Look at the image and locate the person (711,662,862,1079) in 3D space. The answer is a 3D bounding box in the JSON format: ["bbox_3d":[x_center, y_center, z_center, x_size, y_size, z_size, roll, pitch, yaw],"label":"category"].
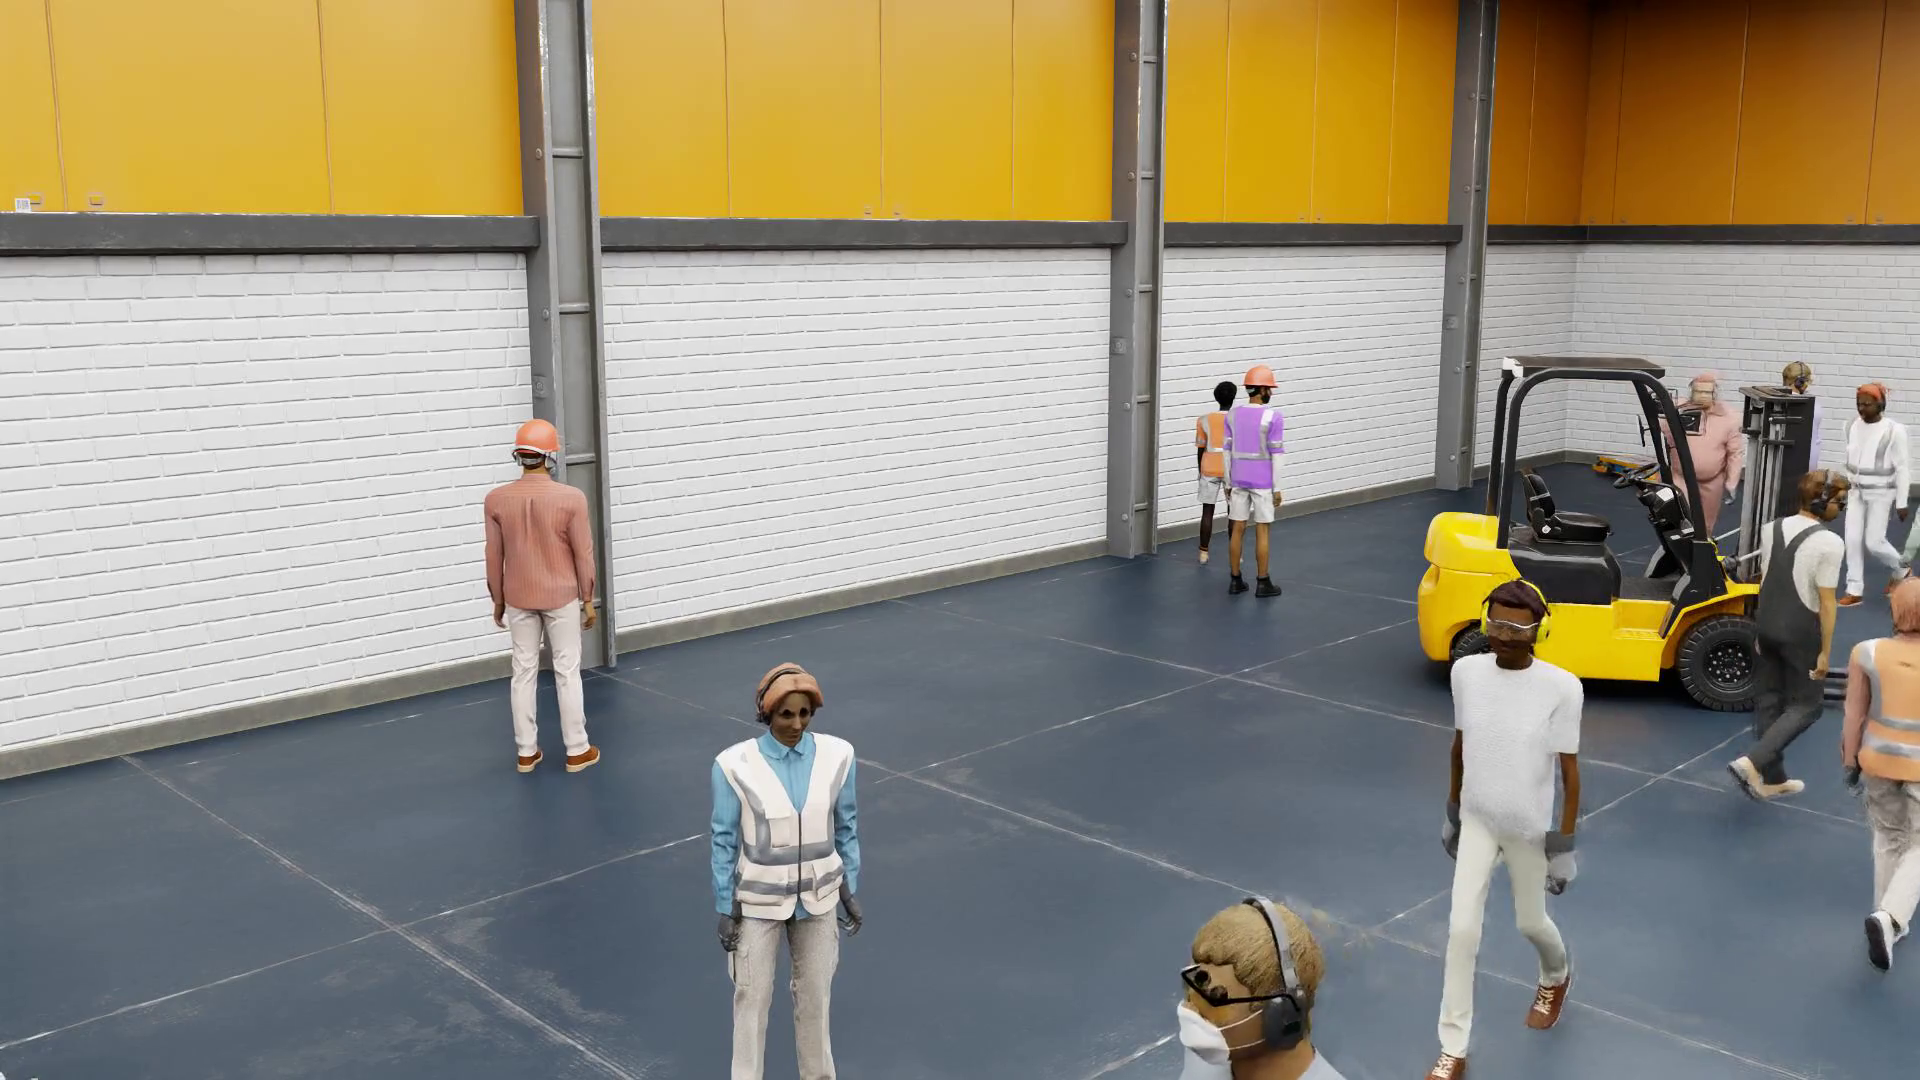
[{"bbox_3d":[-0.570,1.203,5.482,0.511,1.639,0.309,-5,12,-25],"label":"person"}]

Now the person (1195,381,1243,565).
[{"bbox_3d":[2.409,-0.606,15.217,0.529,1.690,0.321,3,11,18],"label":"person"}]

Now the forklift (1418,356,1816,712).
[{"bbox_3d":[4.276,-0.101,11.076,2.313,2.155,1.214,2,11,13],"label":"forklift"}]

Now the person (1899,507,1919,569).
[{"bbox_3d":[6.793,0.082,11.665,0.507,1.605,0.699,-6,12,-30],"label":"person"}]

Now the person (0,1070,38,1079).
[{"bbox_3d":[-3.468,1.140,5.345,0.625,1.822,0.795,5,12,26],"label":"person"}]

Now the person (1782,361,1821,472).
[{"bbox_3d":[7.111,-0.571,14.353,0.379,1.933,0.629,-5,11,-25],"label":"person"}]

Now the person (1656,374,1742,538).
[{"bbox_3d":[6.236,-0.477,14.077,0.644,1.855,0.982,3,11,17],"label":"person"}]

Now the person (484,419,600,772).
[{"bbox_3d":[-2.334,0.319,9.329,0.609,1.996,0.383,1,10,4],"label":"person"}]

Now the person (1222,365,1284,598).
[{"bbox_3d":[2.456,-0.488,13.894,0.547,1.934,0.376,8,13,37],"label":"person"}]

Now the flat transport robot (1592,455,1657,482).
[{"bbox_3d":[8.507,-0.877,20.557,0.652,0.197,1.431,-2,11,-10],"label":"flat transport robot"}]

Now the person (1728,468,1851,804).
[{"bbox_3d":[4.312,0.523,8.703,0.580,1.821,0.541,-5,11,-23],"label":"person"}]

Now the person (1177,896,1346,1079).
[{"bbox_3d":[0.584,1.535,2.970,0.976,1.901,0.639,-3,11,-17],"label":"person"}]

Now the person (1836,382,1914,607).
[{"bbox_3d":[7.441,-0.364,13.459,0.630,1.860,0.583,-4,11,-21],"label":"person"}]

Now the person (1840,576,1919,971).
[{"bbox_3d":[3.887,0.961,6.852,0.632,1.613,0.522,-10,14,-43],"label":"person"}]

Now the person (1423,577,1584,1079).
[{"bbox_3d":[2.006,1.012,6.026,0.538,1.838,0.928,9,14,40],"label":"person"}]
